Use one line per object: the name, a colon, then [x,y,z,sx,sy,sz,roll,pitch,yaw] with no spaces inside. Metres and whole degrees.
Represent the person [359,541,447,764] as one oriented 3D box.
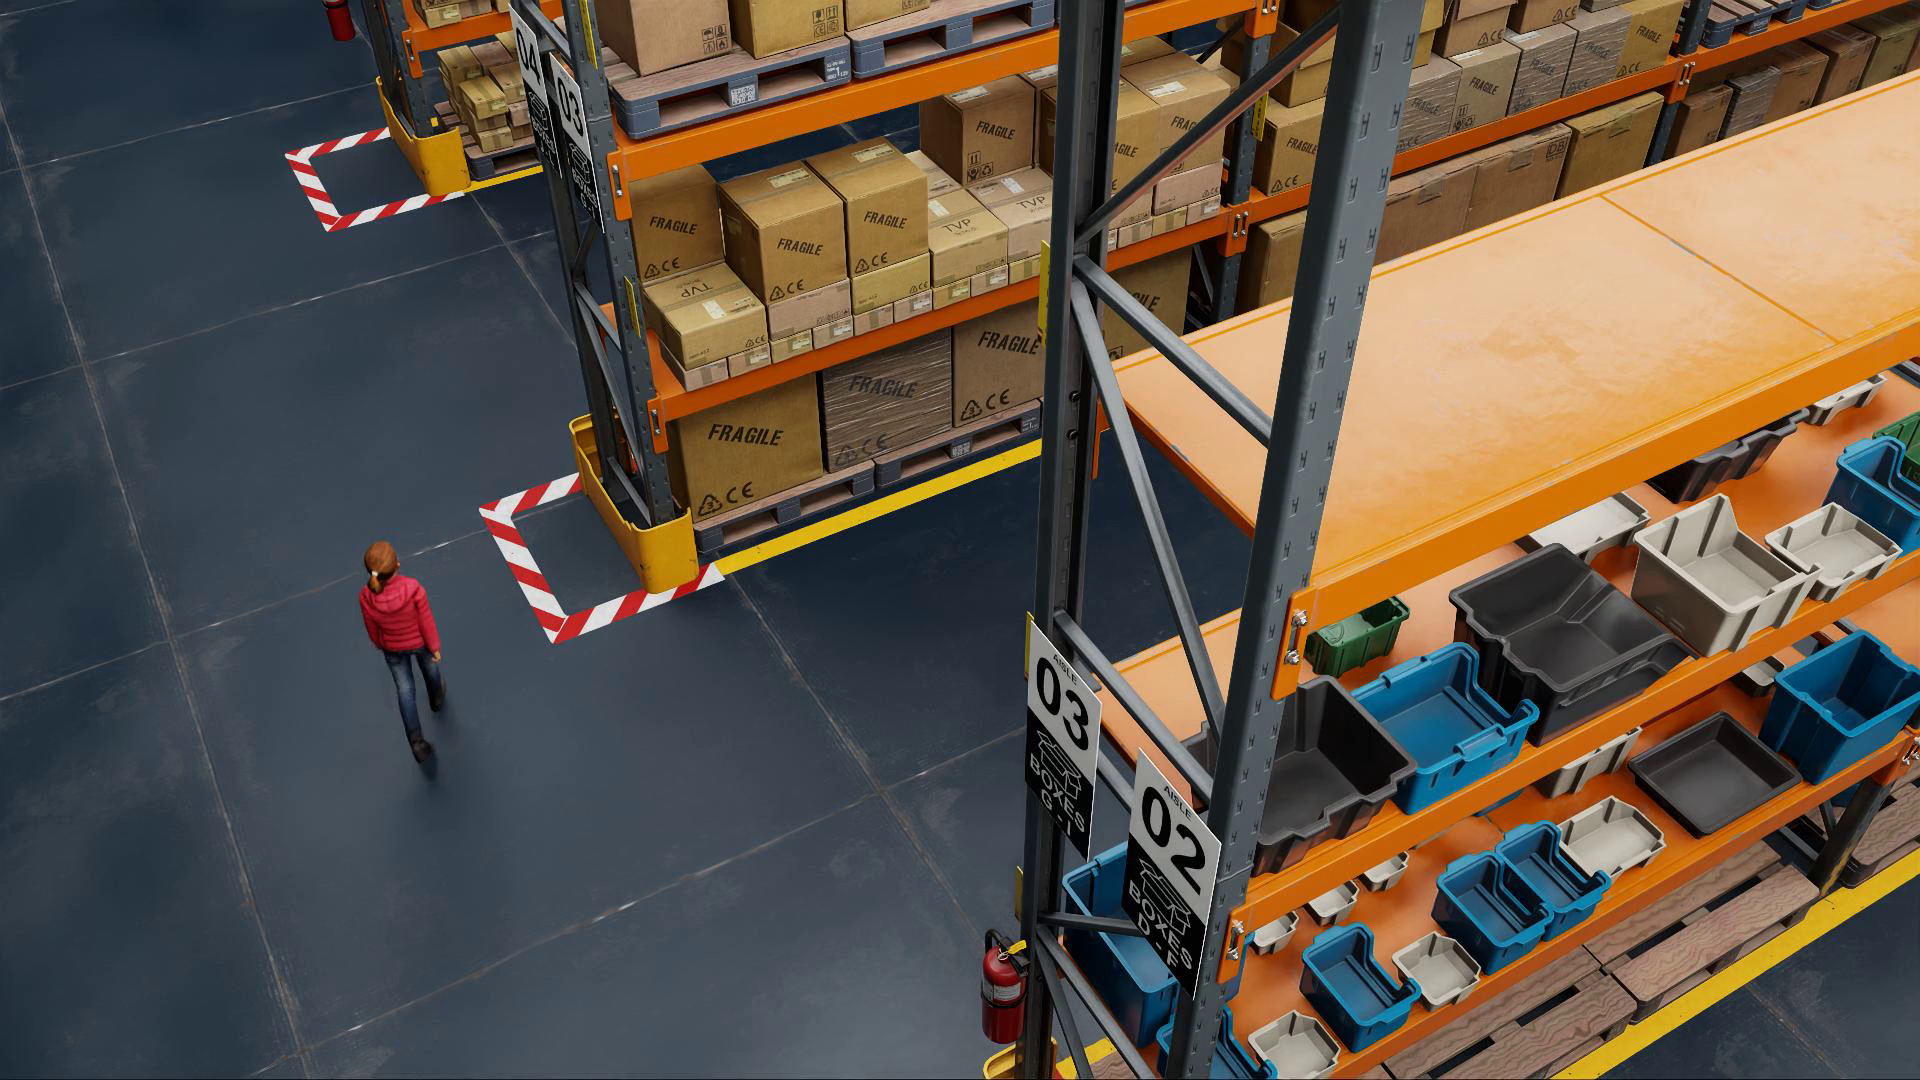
person: [-2.843,0.588,8.538,0.906,1.288,0.776,-7,44,-8]
